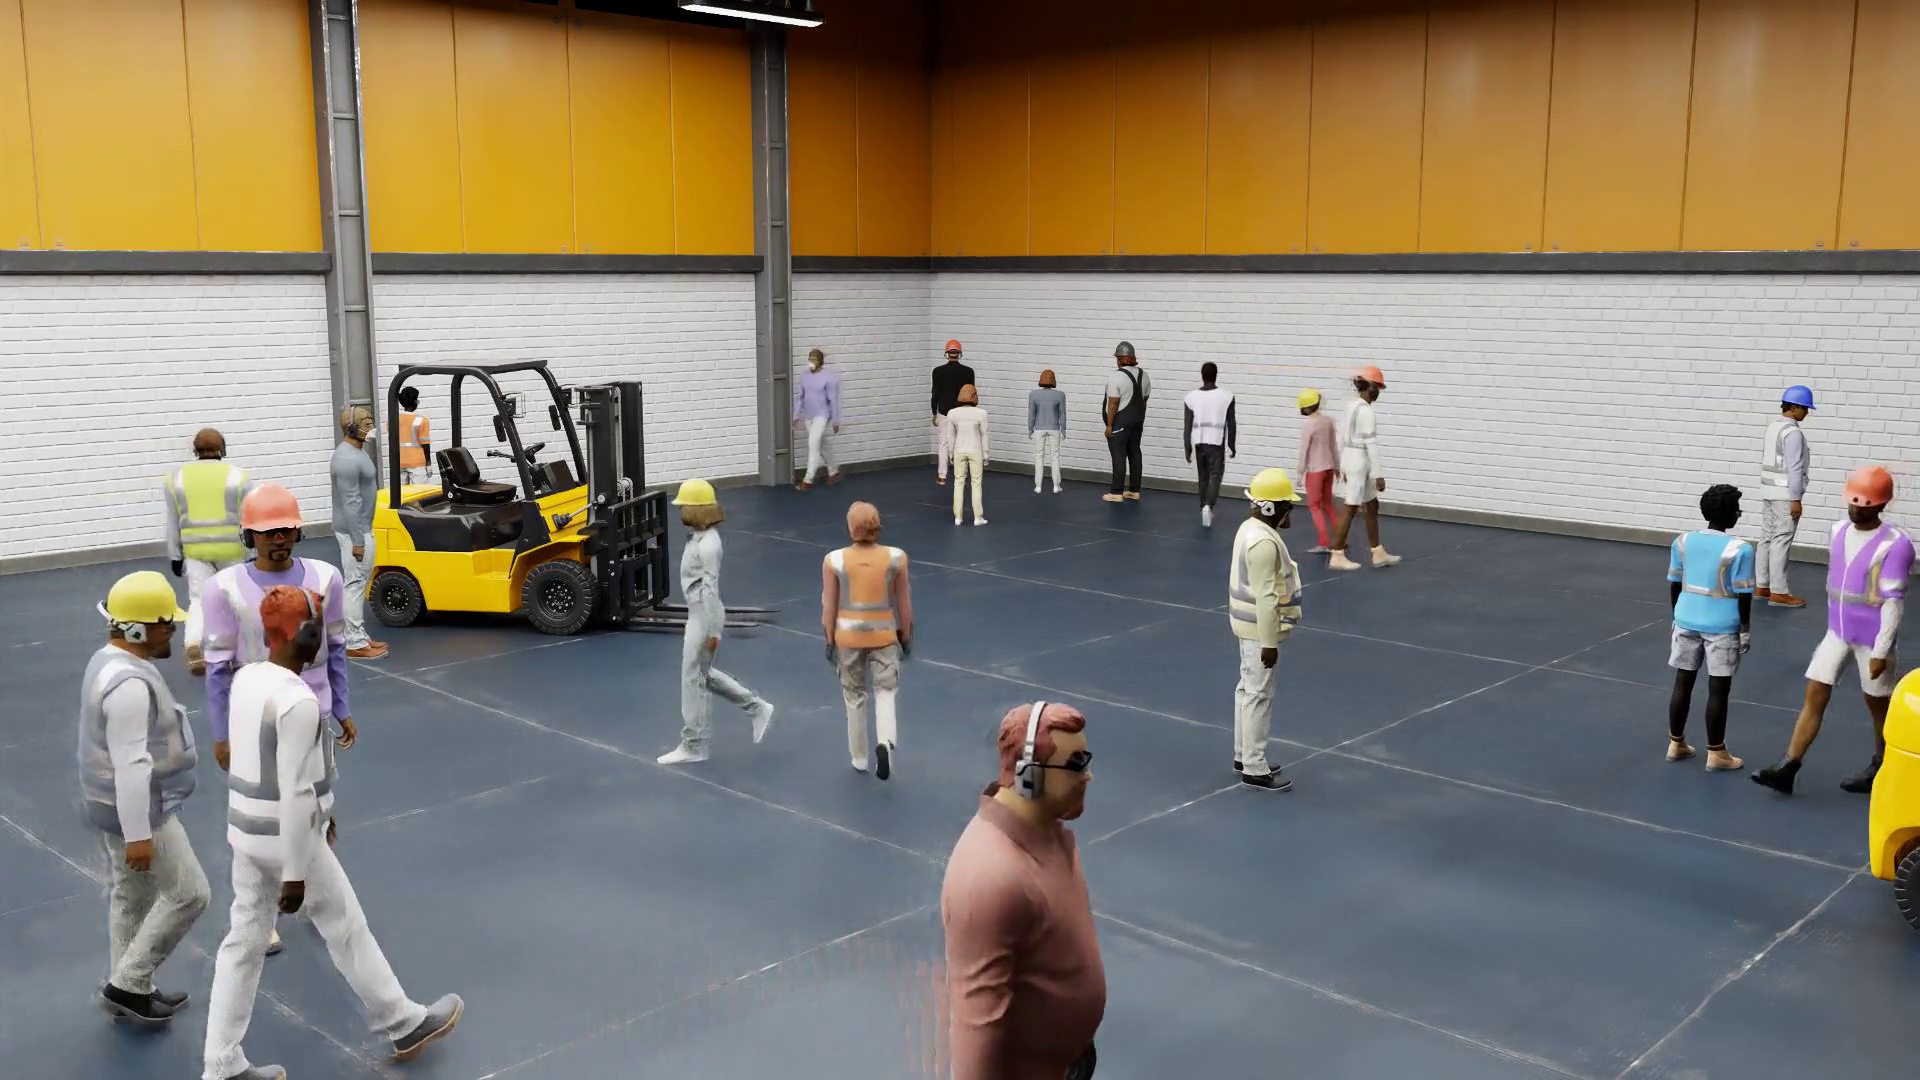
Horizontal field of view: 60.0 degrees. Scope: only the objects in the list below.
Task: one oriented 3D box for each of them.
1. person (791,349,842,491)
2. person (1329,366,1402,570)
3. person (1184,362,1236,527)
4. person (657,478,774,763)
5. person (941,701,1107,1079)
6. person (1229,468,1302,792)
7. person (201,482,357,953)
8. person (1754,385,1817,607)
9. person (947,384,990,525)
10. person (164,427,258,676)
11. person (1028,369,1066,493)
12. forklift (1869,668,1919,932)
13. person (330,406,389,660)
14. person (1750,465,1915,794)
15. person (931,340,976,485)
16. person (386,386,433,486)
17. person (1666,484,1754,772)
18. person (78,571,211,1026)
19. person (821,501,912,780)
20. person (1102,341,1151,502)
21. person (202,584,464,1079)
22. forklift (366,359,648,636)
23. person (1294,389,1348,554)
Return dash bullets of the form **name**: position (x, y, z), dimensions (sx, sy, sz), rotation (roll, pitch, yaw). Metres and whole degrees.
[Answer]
- **person**: position (-1.899, -1.639, 22.443), dimensions (0.635, 1.895, 1.023), rotation (8, 12, 39)
- **person**: position (4.022, -0.685, 16.255), dimensions (0.866, 1.996, 0.694), rotation (1, 9, 4)
- **person**: position (2.871, -1.110, 19.201), dimensions (0.589, 1.894, 0.891), rotation (3, 10, 19)
- **person**: position (-1.482, 0.476, 9.938), dimensions (0.639, 1.726, 0.494), rotation (-2, 9, -11)
- **person**: position (0.248, 1.331, 4.198), dimensions (0.616, 1.885, 0.680), rotation (2, 9, 12)
- **person**: position (1.738, 0.502, 9.473), dimensions (0.404, 1.830, 0.599), rotation (0, 9, 2)
- **person**: position (-2.932, 0.762, 7.235), dimensions (0.615, 2.041, 0.376), rotation (-9, 13, -42)
- **person**: position (7.249, -0.389, 14.616), dimensions (0.402, 1.937, 0.604), rotation (1, 9, 4)
- **person**: position (0.099, -0.978, 19.153), dimensions (0.499, 1.633, 0.286), rotation (3, 10, 15)
- **person**: position (-5.407, 0.096, 12.032), dimensions (0.626, 1.816, 0.734), rotation (-2, 9, -9)
- **person**: position (1.149, -1.433, 21.944), dimensions (0.507, 1.632, 0.268), rotation (1, 9, 5)
- **forklift**: position (5.205, 0.723, 7.013), dimensions (2.313, 2.155, 1.214), rotation (9, 13, 43)
- **person**: position (-4.554, -0.050, 12.576), dimensions (0.364, 1.934, 0.630), rotation (-2, 10, -14)
- **person**: position (4.879, 0.526, 9.155), dimensions (0.978, 1.883, 0.566), rotation (-3, 10, -18)
- **person**: position (-0.089, -1.748, 22.804), dimensions (0.609, 1.986, 0.402), rotation (-1, 9, -8)
- **person**: position (-5.929, -0.809, 17.957), dimensions (0.531, 1.691, 0.321), rotation (3, 10, 18)
- **person**: position (4.433, 0.509, 9.834), dimensions (0.320, 1.698, 0.538), rotation (-5, 11, -30)
- **person**: position (-3.141, 1.012, 6.404), dimensions (0.422, 1.809, 0.687), rotation (-6, 11, -32)
- **person**: position (-0.531, 0.589, 9.561), dimensions (0.529, 1.620, 0.585), rotation (-1, 9, -8)
- **person**: position (2.064, -1.514, 21.194), dimensions (0.689, 2.000, 0.539), rotation (-8, 12, -41)
- **person**: position (-2.351, 1.064, 6.006), dimensions (0.576, 1.833, 0.941), rotation (8, 12, 41)
- **forklift**: position (-3.850, -0.407, 13.936), dimensions (2.313, 2.155, 1.214), rotation (2, 9, 11)
- **person**: position (3.709, -0.712, 17.231), dimensions (0.606, 1.721, 0.440), rotation (-9, 13, -44)
